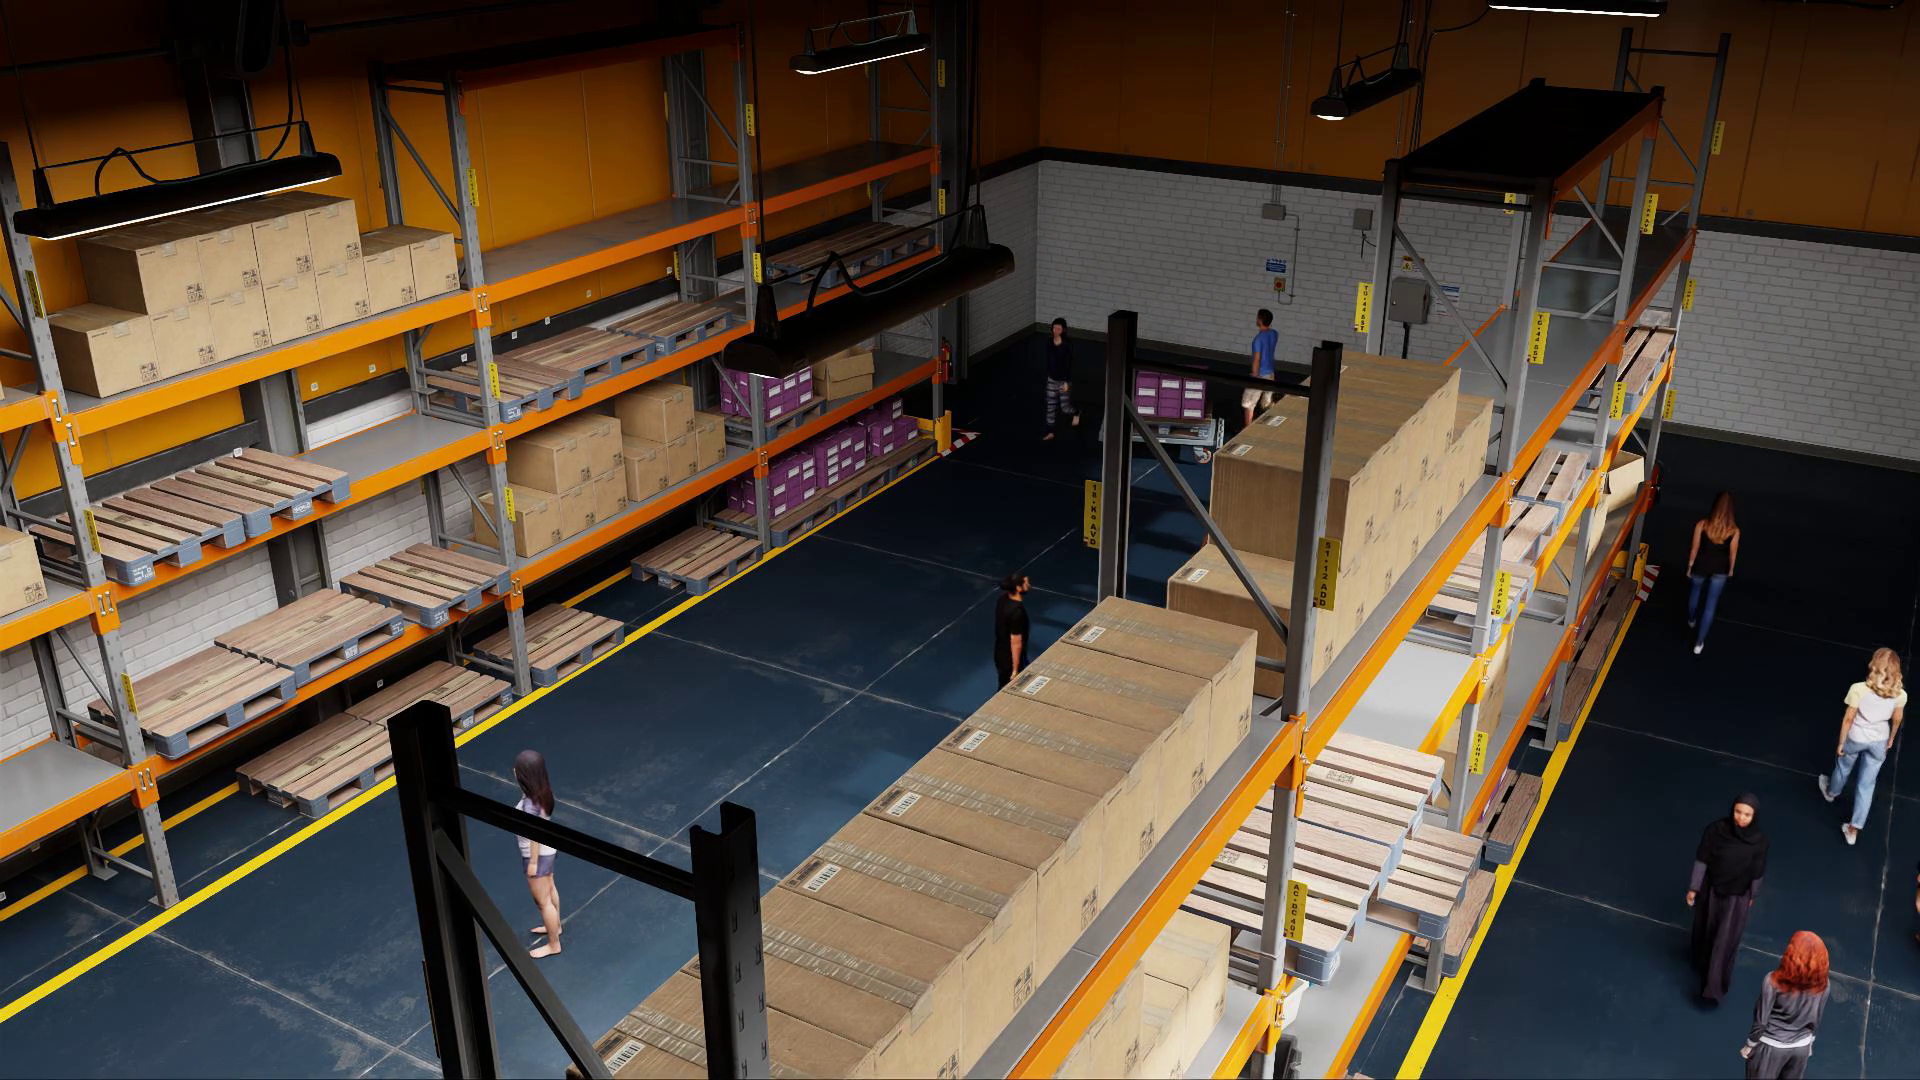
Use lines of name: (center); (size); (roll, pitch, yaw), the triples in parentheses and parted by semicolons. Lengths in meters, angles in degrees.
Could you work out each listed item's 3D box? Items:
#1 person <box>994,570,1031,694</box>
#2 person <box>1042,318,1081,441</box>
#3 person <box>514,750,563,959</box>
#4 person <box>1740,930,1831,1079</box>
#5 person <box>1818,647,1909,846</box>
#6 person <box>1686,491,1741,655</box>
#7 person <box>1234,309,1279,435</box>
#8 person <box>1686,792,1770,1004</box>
person: (0.392, 1.097, 15.207); (0.781, 1.746, 0.742); (-10, 25, -21)
person: (1.423, -2.232, 22.873); (0.702, 1.706, 1.034); (19, 30, 36)
person: (-3.152, 2.323, 12.452); (0.740, 1.706, 0.654); (-3, 24, -6)
person: (5.128, 3.180, 10.401); (0.659, 1.780, 0.669); (-1, 24, -2)
person: (7.544, 1.745, 13.805); (0.894, 1.682, 1.183); (4, 24, 9)
person: (7.648, 0.364, 16.980); (0.621, 1.670, 1.066); (11, 26, 24)
person: (4.197, -2.220, 22.676); (1.124, 1.843, 0.943); (-20, 30, -38)
person: (5.604, 2.503, 12.161); (0.618, 1.610, 1.005); (15, 28, 30)
